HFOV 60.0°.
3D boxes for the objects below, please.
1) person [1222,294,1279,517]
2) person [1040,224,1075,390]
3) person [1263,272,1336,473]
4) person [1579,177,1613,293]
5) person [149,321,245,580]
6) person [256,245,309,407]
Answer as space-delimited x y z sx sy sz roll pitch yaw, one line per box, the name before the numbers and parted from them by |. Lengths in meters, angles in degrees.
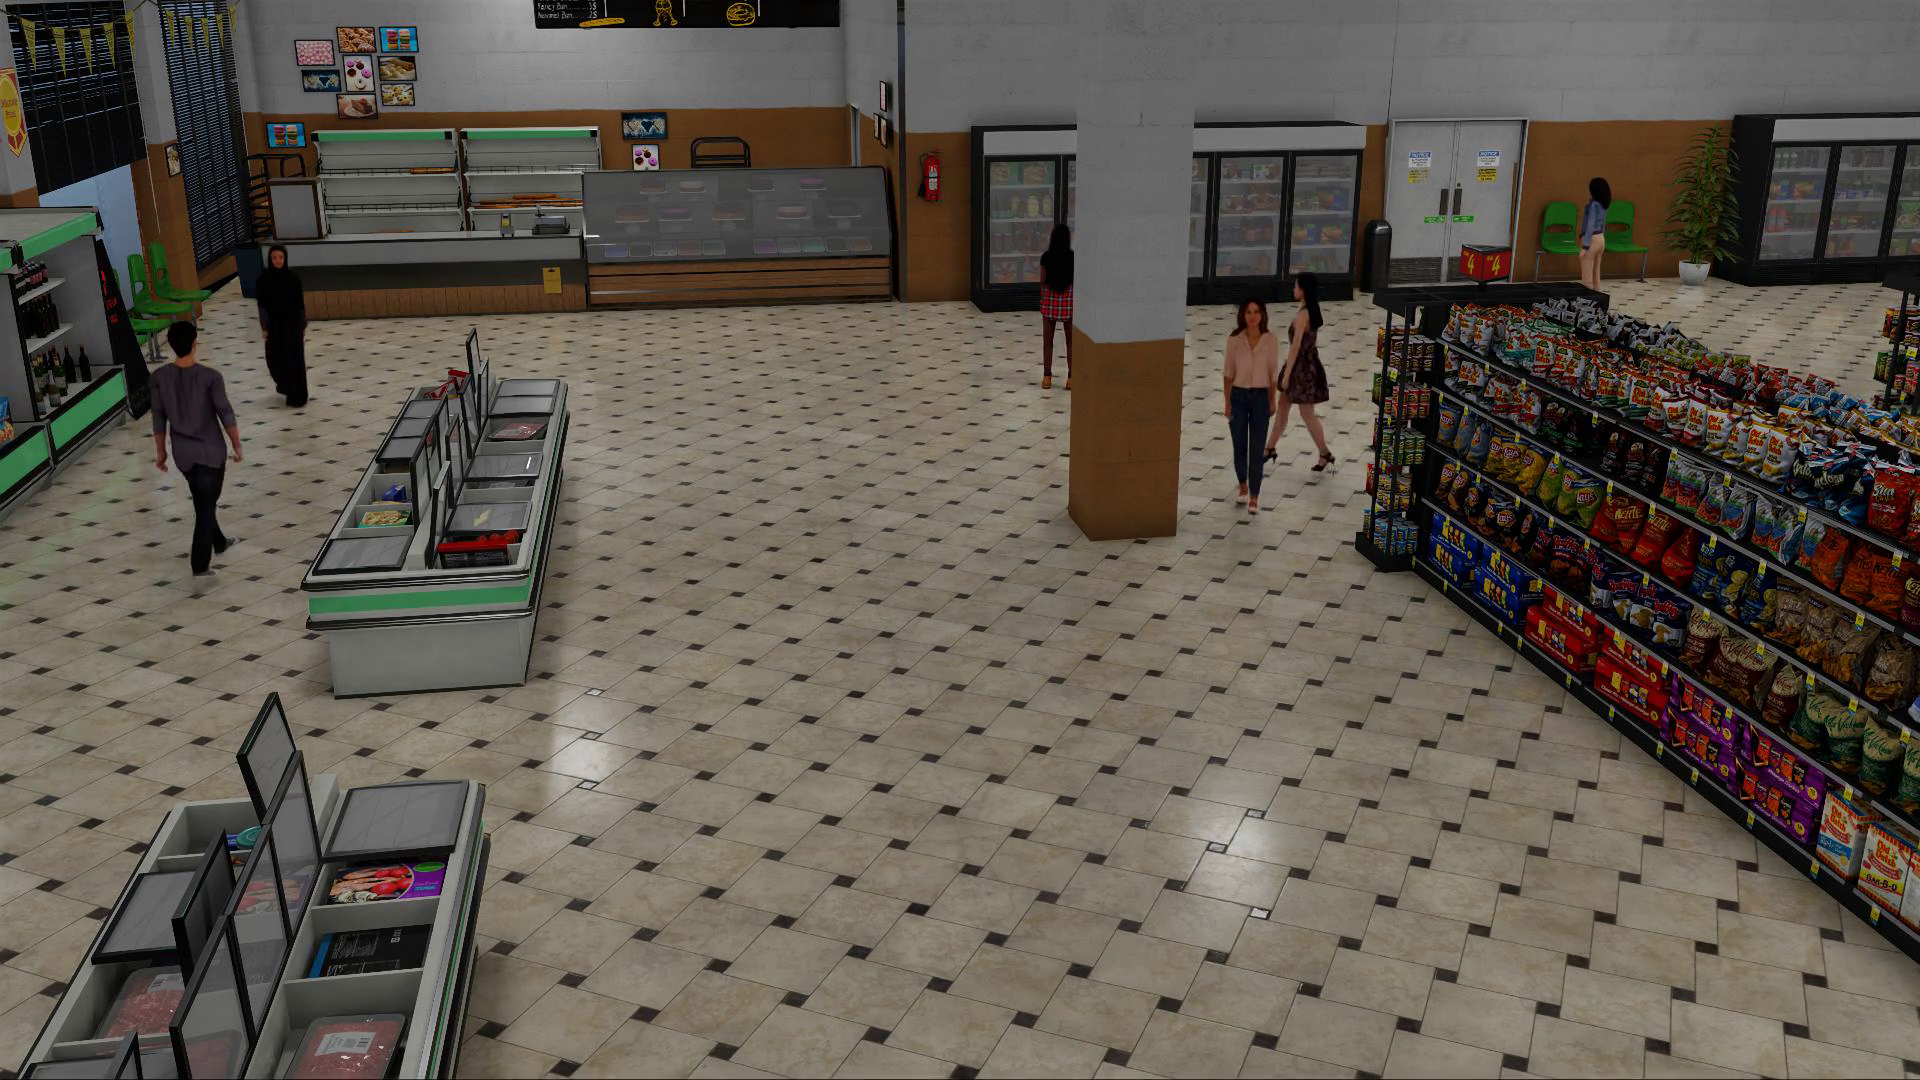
person | 2.320 -1.110 13.429 0.830 1.758 1.107 3 19 9
person | 1.051 -2.451 17.451 0.692 1.728 0.707 3 19 10
person | 3.004 -1.396 14.299 1.017 1.743 1.014 9 21 26
person | 8.037 -3.705 21.100 0.697 1.773 0.722 -16 24 -39
person | -5.442 -0.588 11.807 0.868 1.805 1.237 0 19 1
person | -6.841 -2.174 16.834 0.689 1.599 0.923 -7 20 -20
